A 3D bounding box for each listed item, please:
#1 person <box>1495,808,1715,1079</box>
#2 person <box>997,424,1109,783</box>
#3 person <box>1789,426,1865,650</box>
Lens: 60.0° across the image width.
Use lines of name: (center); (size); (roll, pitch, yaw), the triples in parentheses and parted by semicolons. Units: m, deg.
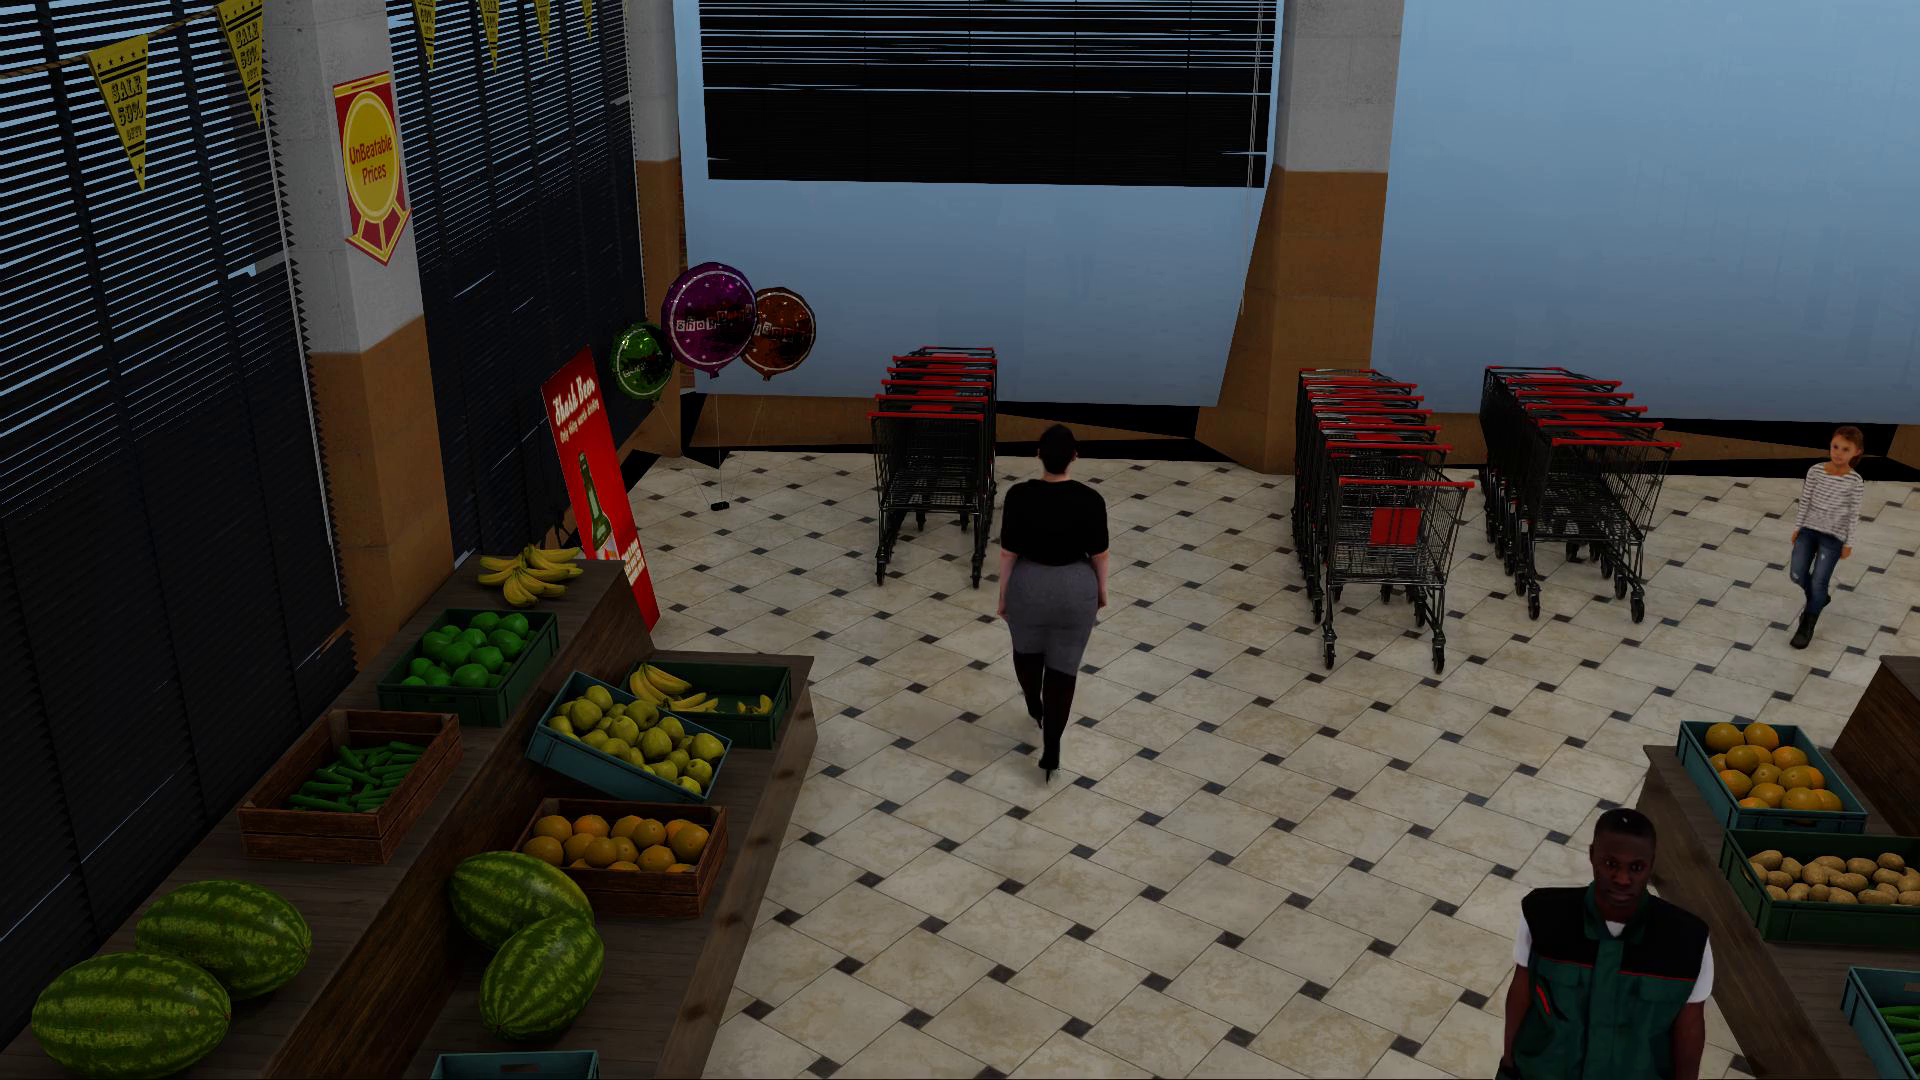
person: (1.828, 1.566, 4.827); (0.858, 1.789, 1.228); (6, 23, 15)
person: (0.423, 0.341, 7.958); (0.722, 1.727, 0.972); (4, 22, 9)
person: (4.934, -0.033, 9.449); (0.725, 1.309, 0.664); (-18, 28, -37)
